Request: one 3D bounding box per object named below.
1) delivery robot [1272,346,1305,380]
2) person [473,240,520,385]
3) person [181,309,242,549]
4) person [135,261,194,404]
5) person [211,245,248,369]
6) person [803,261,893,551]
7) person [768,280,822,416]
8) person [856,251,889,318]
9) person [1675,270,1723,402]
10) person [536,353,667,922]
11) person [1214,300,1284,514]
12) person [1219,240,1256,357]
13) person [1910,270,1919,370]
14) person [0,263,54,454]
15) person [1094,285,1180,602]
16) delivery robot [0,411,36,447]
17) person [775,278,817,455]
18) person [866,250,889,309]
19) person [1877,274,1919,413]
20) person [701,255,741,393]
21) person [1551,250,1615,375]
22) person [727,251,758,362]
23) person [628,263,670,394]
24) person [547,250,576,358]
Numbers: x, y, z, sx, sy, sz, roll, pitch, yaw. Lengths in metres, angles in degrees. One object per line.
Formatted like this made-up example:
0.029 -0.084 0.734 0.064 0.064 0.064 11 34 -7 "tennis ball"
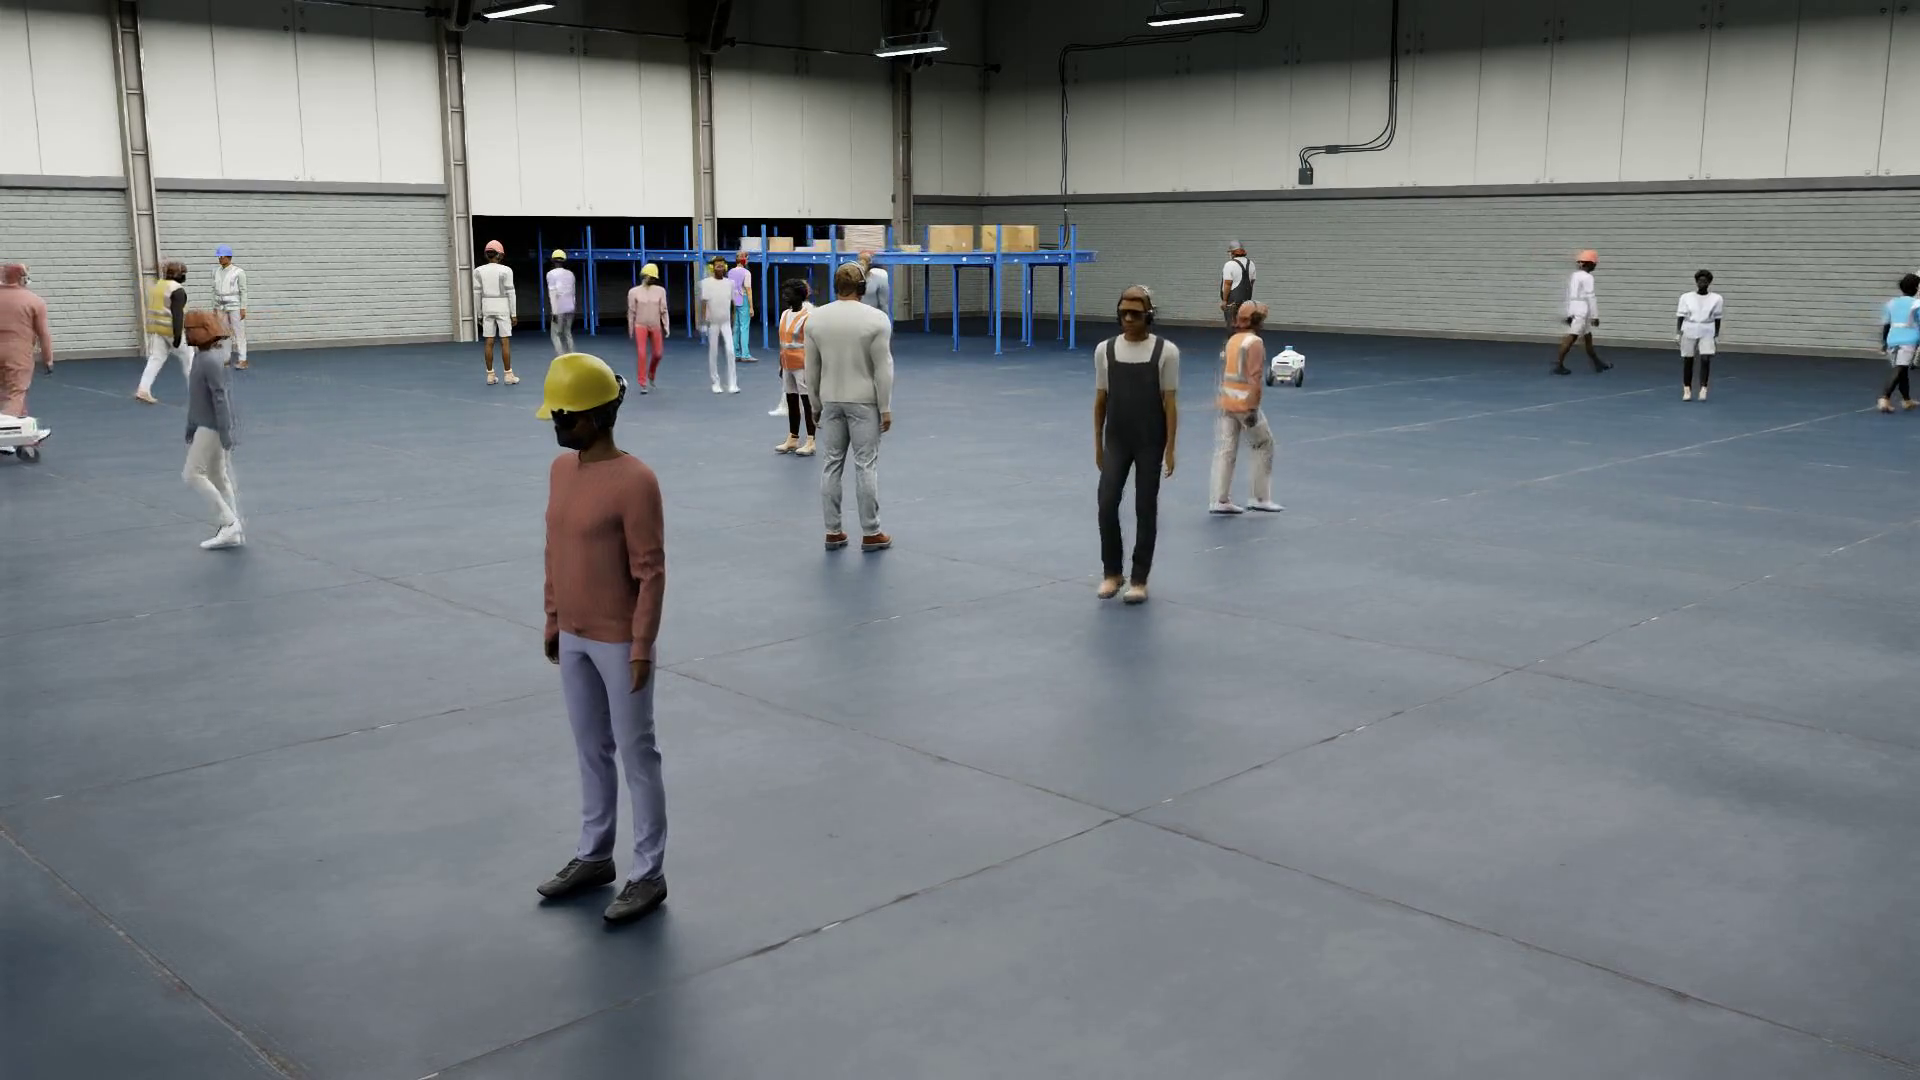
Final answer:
4.674 -2.515 23.657 0.477 0.478 0.707 4 11 23 "delivery robot"
-6.600 -3.241 23.715 0.605 2.036 0.383 2 11 9 "person"
-5.085 -0.741 11.223 0.375 1.621 0.505 -5 12 -27 "person"
-10.039 -2.629 21.088 0.653 1.798 0.971 8 13 36 "person"
-11.606 -3.692 26.415 0.601 1.948 0.386 2 11 12 "person"
-0.746 -0.903 11.229 0.629 1.940 0.376 4 11 19 "person"
-1.843 -2.264 19.602 0.844 1.592 0.514 -9 13 -39 "person"
-1.165 -2.725 21.241 0.642 1.919 0.835 6 12 28 "person"
9.362 -2.577 21.108 0.550 1.665 0.809 4 11 23 "person"
-1.127 0.299 5.170 0.524 1.759 0.328 9 14 40 "person"
2.216 -0.996 12.583 0.667 1.609 0.542 -3 11 -16 "person"
4.795 -4.204 29.068 0.677 2.000 0.536 -7 13 -34 "person"
15.232 -3.595 26.115 0.662 1.854 0.978 8 13 39 "person"
-9.284 -1.788 16.337 0.715 1.833 1.001 0 10 -1 "person"
0.995 -0.534 9.540 0.507 1.831 0.487 3 11 16 "person"
-9.011 -1.016 15.480 0.707 0.478 0.477 -9 13 -39 "delivery robot"
-1.578 -1.678 16.119 0.318 1.697 0.534 -10 14 -43 "person"
-1.424 -3.673 26.563 0.607 1.879 0.495 -1 10 -6 "person"
11.332 -2.361 19.965 0.886 1.652 0.536 -4 11 -21 "person"
-3.198 -2.862 22.206 0.522 1.835 0.852 -4 11 -22 "person"
9.516 -3.453 25.291 1.008 1.880 0.571 0 10 0 "person"
-3.676 -3.906 27.858 0.575 1.843 0.374 10 14 44 "person"
-4.234 -2.870 22.489 0.573 1.735 0.514 -5 12 -26 "person"
-6.243 -3.608 26.120 0.523 1.880 0.607 7 12 32 "person"
